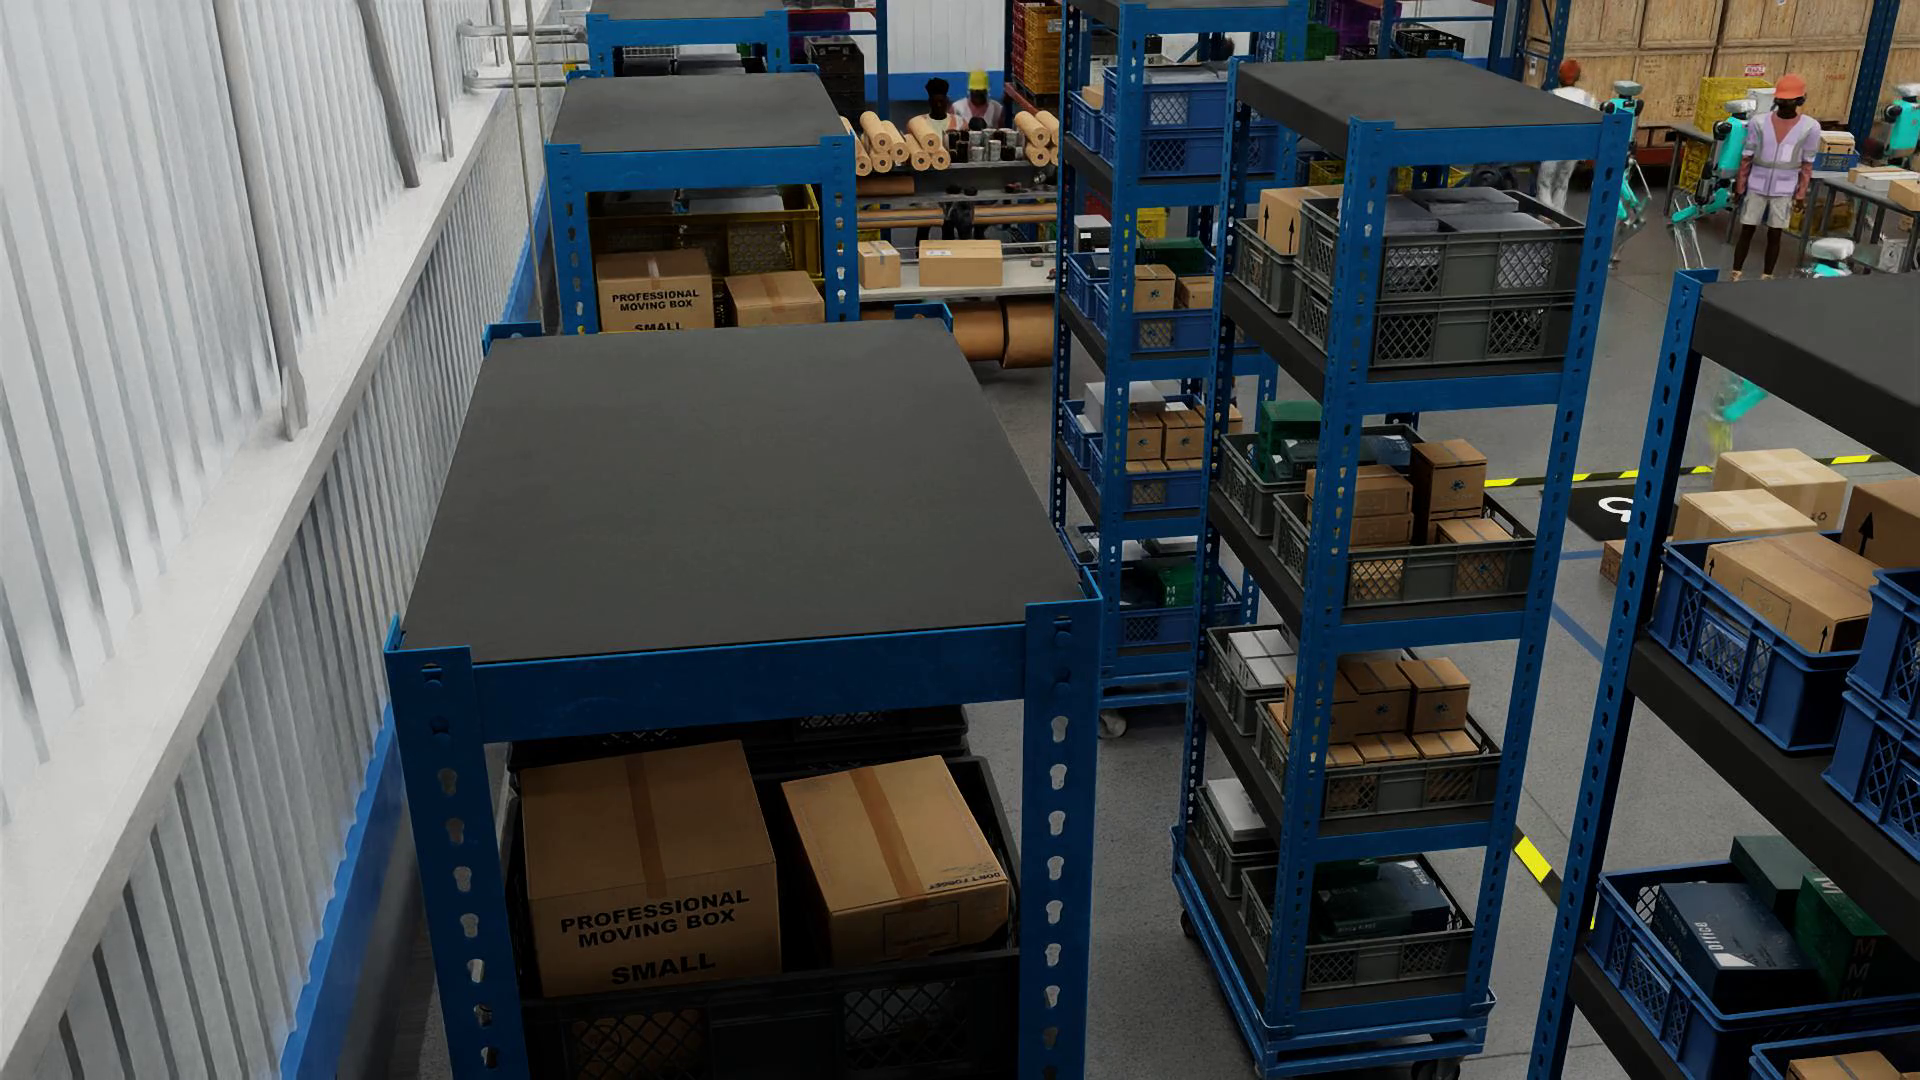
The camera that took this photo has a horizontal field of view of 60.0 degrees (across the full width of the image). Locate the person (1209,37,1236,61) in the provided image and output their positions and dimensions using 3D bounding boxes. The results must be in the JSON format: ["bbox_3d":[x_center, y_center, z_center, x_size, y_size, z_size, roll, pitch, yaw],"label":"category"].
[{"bbox_3d":[2.845,-4.699,18.657,0.495,1.828,0.646,-7,26,-16],"label":"person"}]

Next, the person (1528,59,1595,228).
[{"bbox_3d":[6.115,-3.932,16.950,0.579,1.862,0.562,2,25,5],"label":"person"}]

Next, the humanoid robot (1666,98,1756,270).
[{"bbox_3d":[6.993,-3.324,15.602,0.533,1.681,0.735,-10,27,-21],"label":"humanoid robot"}]

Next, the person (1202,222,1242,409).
[{"bbox_3d":[1.703,-1.206,11.029,0.397,1.849,0.591,-3,25,-7],"label":"person"}]

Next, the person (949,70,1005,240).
[{"bbox_3d":[0.158,-3.864,16.891,0.602,1.787,0.949,0,25,-1],"label":"person"}]

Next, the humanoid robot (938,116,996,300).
[{"bbox_3d":[0.083,-3.060,15.299,0.614,1.645,0.608,-14,28,-27],"label":"humanoid robot"}]

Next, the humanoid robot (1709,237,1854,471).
[{"bbox_3d":[5.362,-1.176,11.149,0.838,1.809,0.544,21,32,38],"label":"humanoid robot"}]

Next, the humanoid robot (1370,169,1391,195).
[{"bbox_3d":[3.462,-2.663,14.403,0.536,1.641,0.589,7,26,16],"label":"humanoid robot"}]

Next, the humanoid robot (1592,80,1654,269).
[{"bbox_3d":[6.504,-3.500,16.176,0.538,1.827,0.685,-14,28,-28],"label":"humanoid robot"}]

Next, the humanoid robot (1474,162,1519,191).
[{"bbox_3d":[4.695,-2.760,14.614,0.466,1.640,0.602,-13,28,-26],"label":"humanoid robot"}]

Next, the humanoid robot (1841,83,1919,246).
[{"bbox_3d":[9.189,-3.736,16.739,0.549,1.773,1.035,-8,26,-17],"label":"humanoid robot"}]

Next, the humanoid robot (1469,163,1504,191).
[{"bbox_3d":[4.464,-2.660,14.422,0.392,1.651,0.614,8,26,17],"label":"humanoid robot"}]

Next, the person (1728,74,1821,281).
[{"bbox_3d":[7.373,-3.189,15.110,0.607,2.043,0.395,15,28,29],"label":"person"}]

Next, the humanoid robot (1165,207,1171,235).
[{"bbox_3d":[1.985,-3.848,16.980,0.601,1.644,0.555,-7,26,-16],"label":"humanoid robot"}]

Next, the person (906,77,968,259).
[{"bbox_3d":[-0.203,-3.295,15.431,0.607,1.964,0.368,-6,25,-12],"label":"person"}]
